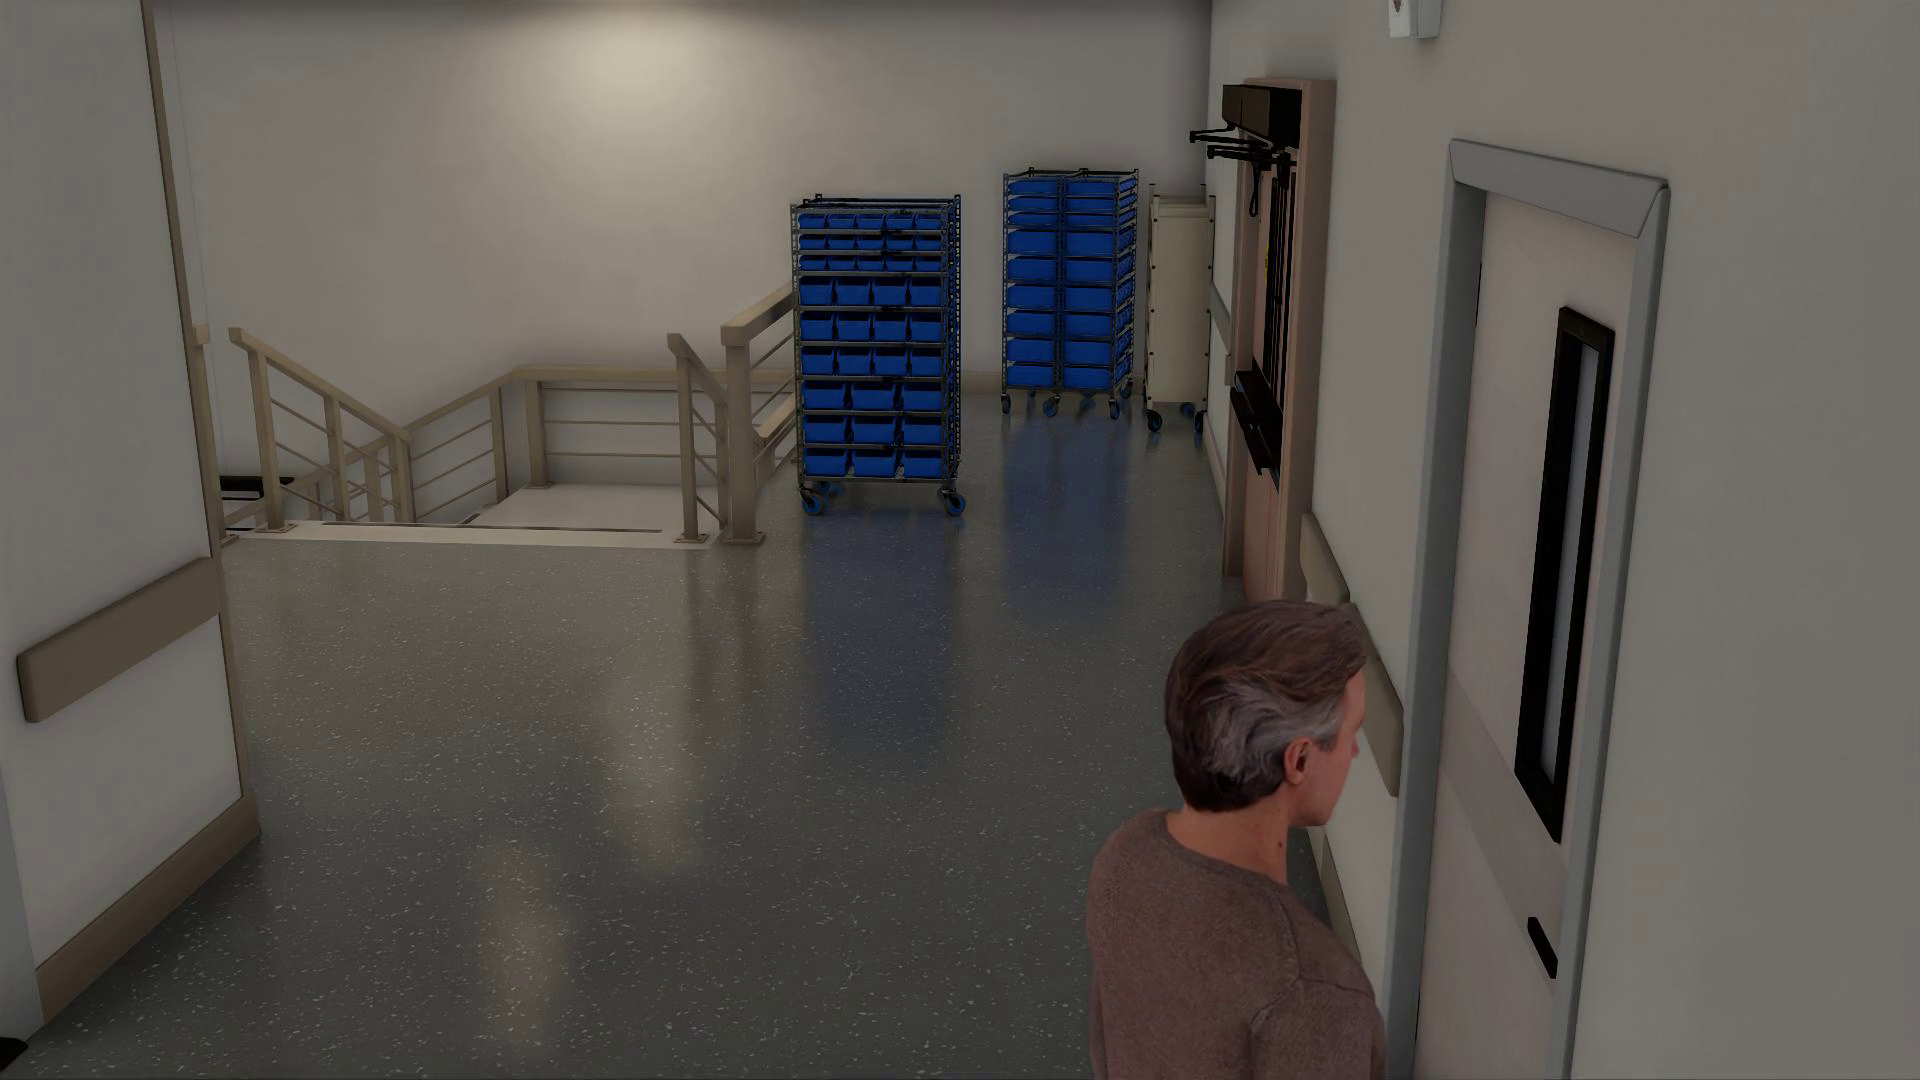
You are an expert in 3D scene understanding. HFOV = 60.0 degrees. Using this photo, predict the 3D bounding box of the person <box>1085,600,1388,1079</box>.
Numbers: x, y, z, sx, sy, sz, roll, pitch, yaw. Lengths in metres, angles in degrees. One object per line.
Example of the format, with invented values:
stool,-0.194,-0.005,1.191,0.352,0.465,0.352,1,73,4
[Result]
person,0.320,0.978,2.076,0.828,1.869,0.717,-7,17,-24
